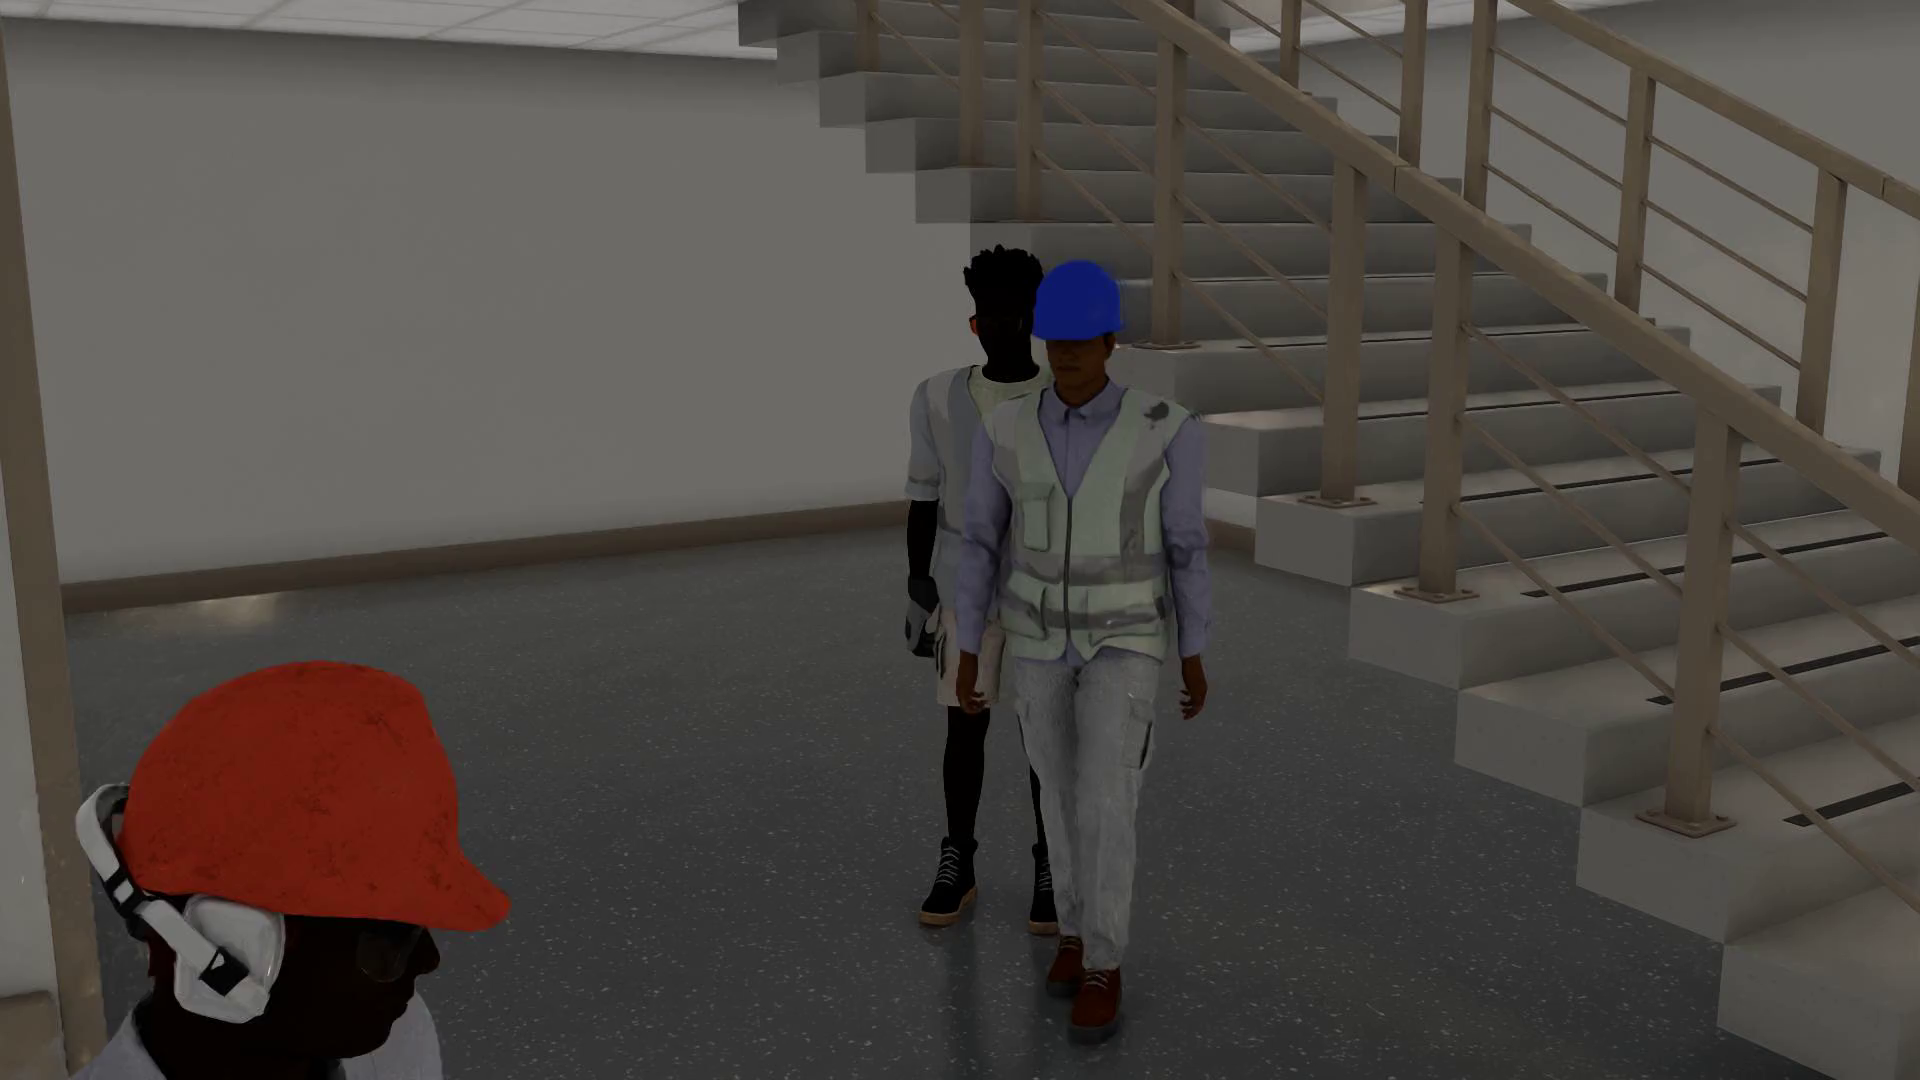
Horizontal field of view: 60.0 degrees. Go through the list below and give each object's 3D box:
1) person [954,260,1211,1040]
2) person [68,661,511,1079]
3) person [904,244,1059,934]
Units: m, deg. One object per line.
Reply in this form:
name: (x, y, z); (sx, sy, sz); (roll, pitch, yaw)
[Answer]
person: (0.271, 0.279, 4.167); (0.651, 1.924, 0.685); (4, 12, 21)
person: (-0.613, 0.932, 1.354); (0.921, 1.699, 0.590); (2, 11, 10)
person: (0.135, 0.153, 4.735); (0.613, 1.963, 0.362); (2, 11, 12)
